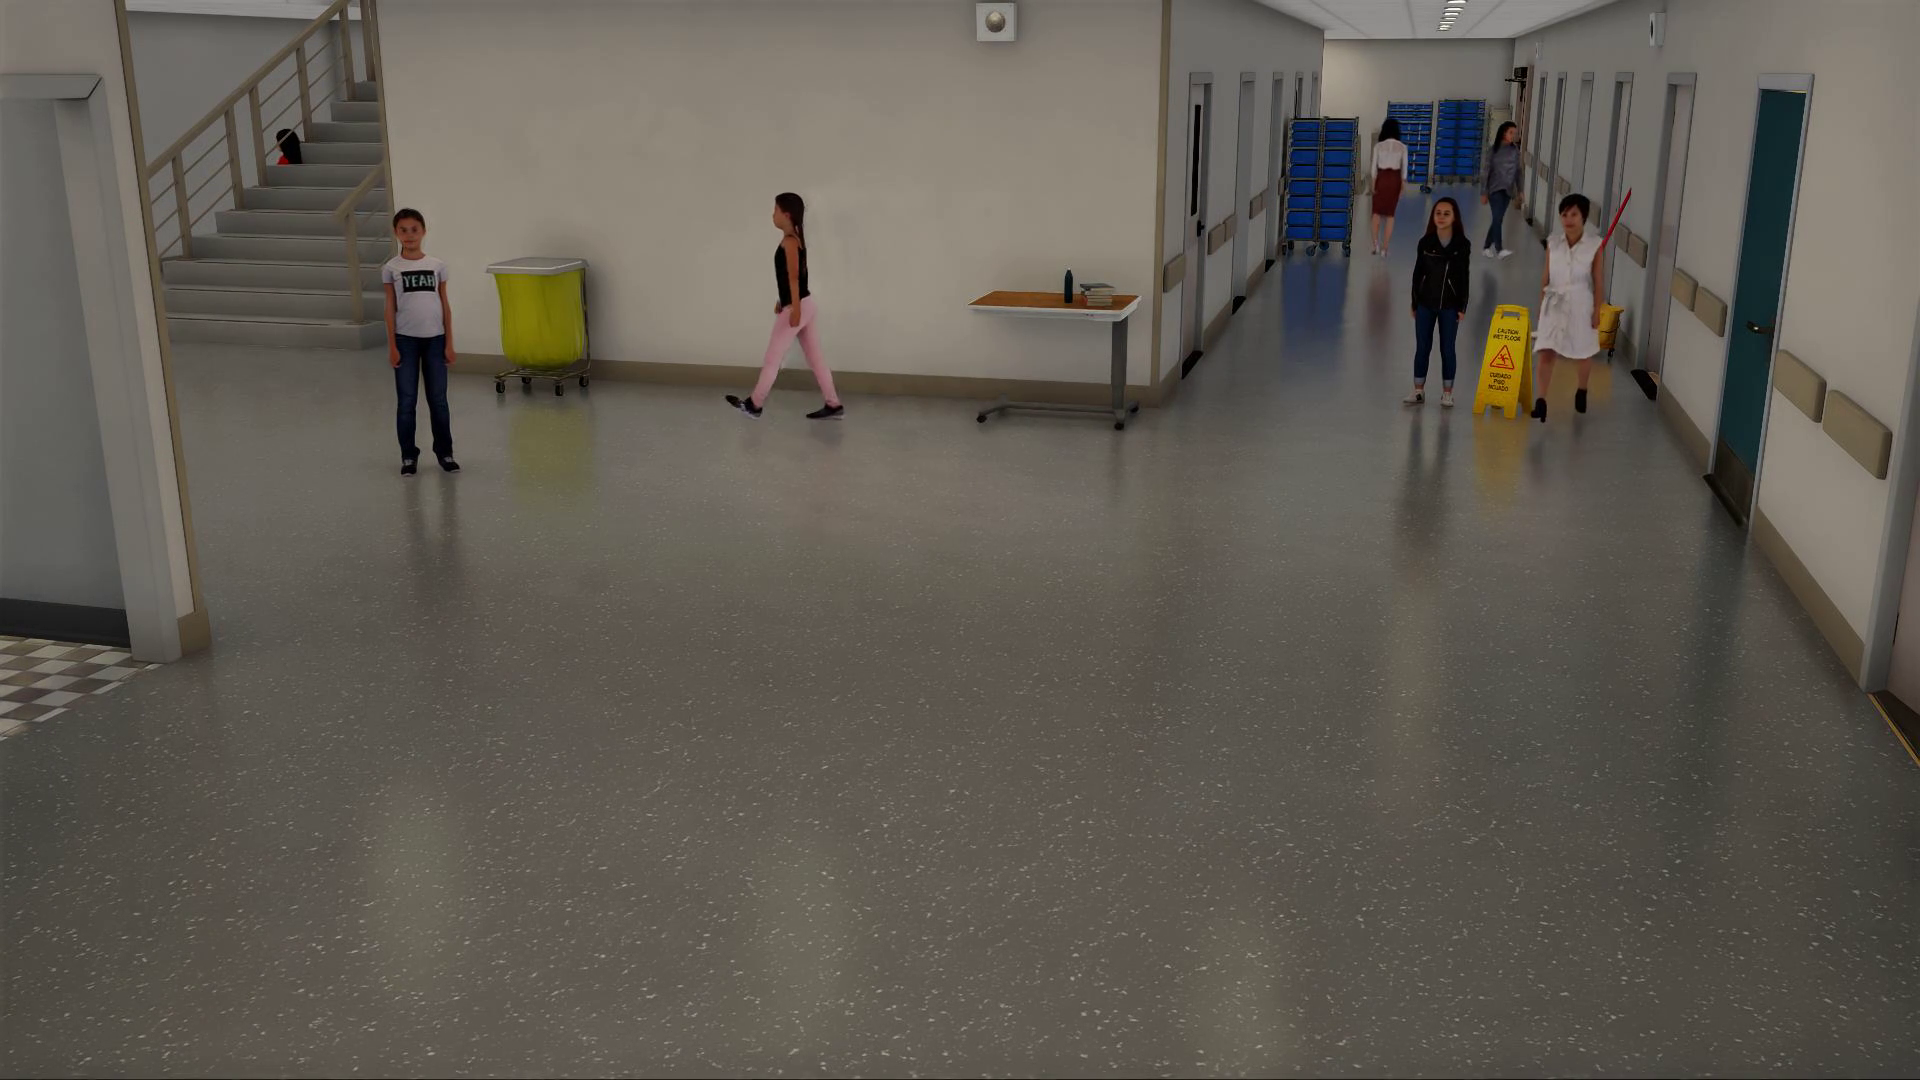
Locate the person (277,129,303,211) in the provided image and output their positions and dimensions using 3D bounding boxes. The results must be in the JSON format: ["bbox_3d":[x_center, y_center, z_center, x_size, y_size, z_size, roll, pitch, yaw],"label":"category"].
[{"bbox_3d":[-6.914,-3.388,17.327,0.701,1.749,0.579,2,16,7],"label":"person"}]

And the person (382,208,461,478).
[{"bbox_3d":[-3.197,-1.177,9.828,0.625,1.563,0.675,-7,17,-24],"label":"person"}]

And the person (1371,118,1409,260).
[{"bbox_3d":[5.429,-4.439,21.077,0.604,1.736,0.625,3,16,12],"label":"person"}]

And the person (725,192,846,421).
[{"bbox_3d":[-1.016,-1.497,11.051,0.651,1.515,0.977,3,16,10],"label":"person"}]

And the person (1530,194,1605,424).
[{"bbox_3d":[4.114,-1.527,11.203,0.750,1.490,1.146,8,18,26],"label":"person"}]

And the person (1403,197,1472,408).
[{"bbox_3d":[3.397,-1.687,11.787,0.599,1.481,0.566,9,18,29],"label":"person"}]

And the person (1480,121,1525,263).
[{"bbox_3d":[6.690,-4.303,20.704,0.967,1.678,1.218,-3,16,-11],"label":"person"}]
